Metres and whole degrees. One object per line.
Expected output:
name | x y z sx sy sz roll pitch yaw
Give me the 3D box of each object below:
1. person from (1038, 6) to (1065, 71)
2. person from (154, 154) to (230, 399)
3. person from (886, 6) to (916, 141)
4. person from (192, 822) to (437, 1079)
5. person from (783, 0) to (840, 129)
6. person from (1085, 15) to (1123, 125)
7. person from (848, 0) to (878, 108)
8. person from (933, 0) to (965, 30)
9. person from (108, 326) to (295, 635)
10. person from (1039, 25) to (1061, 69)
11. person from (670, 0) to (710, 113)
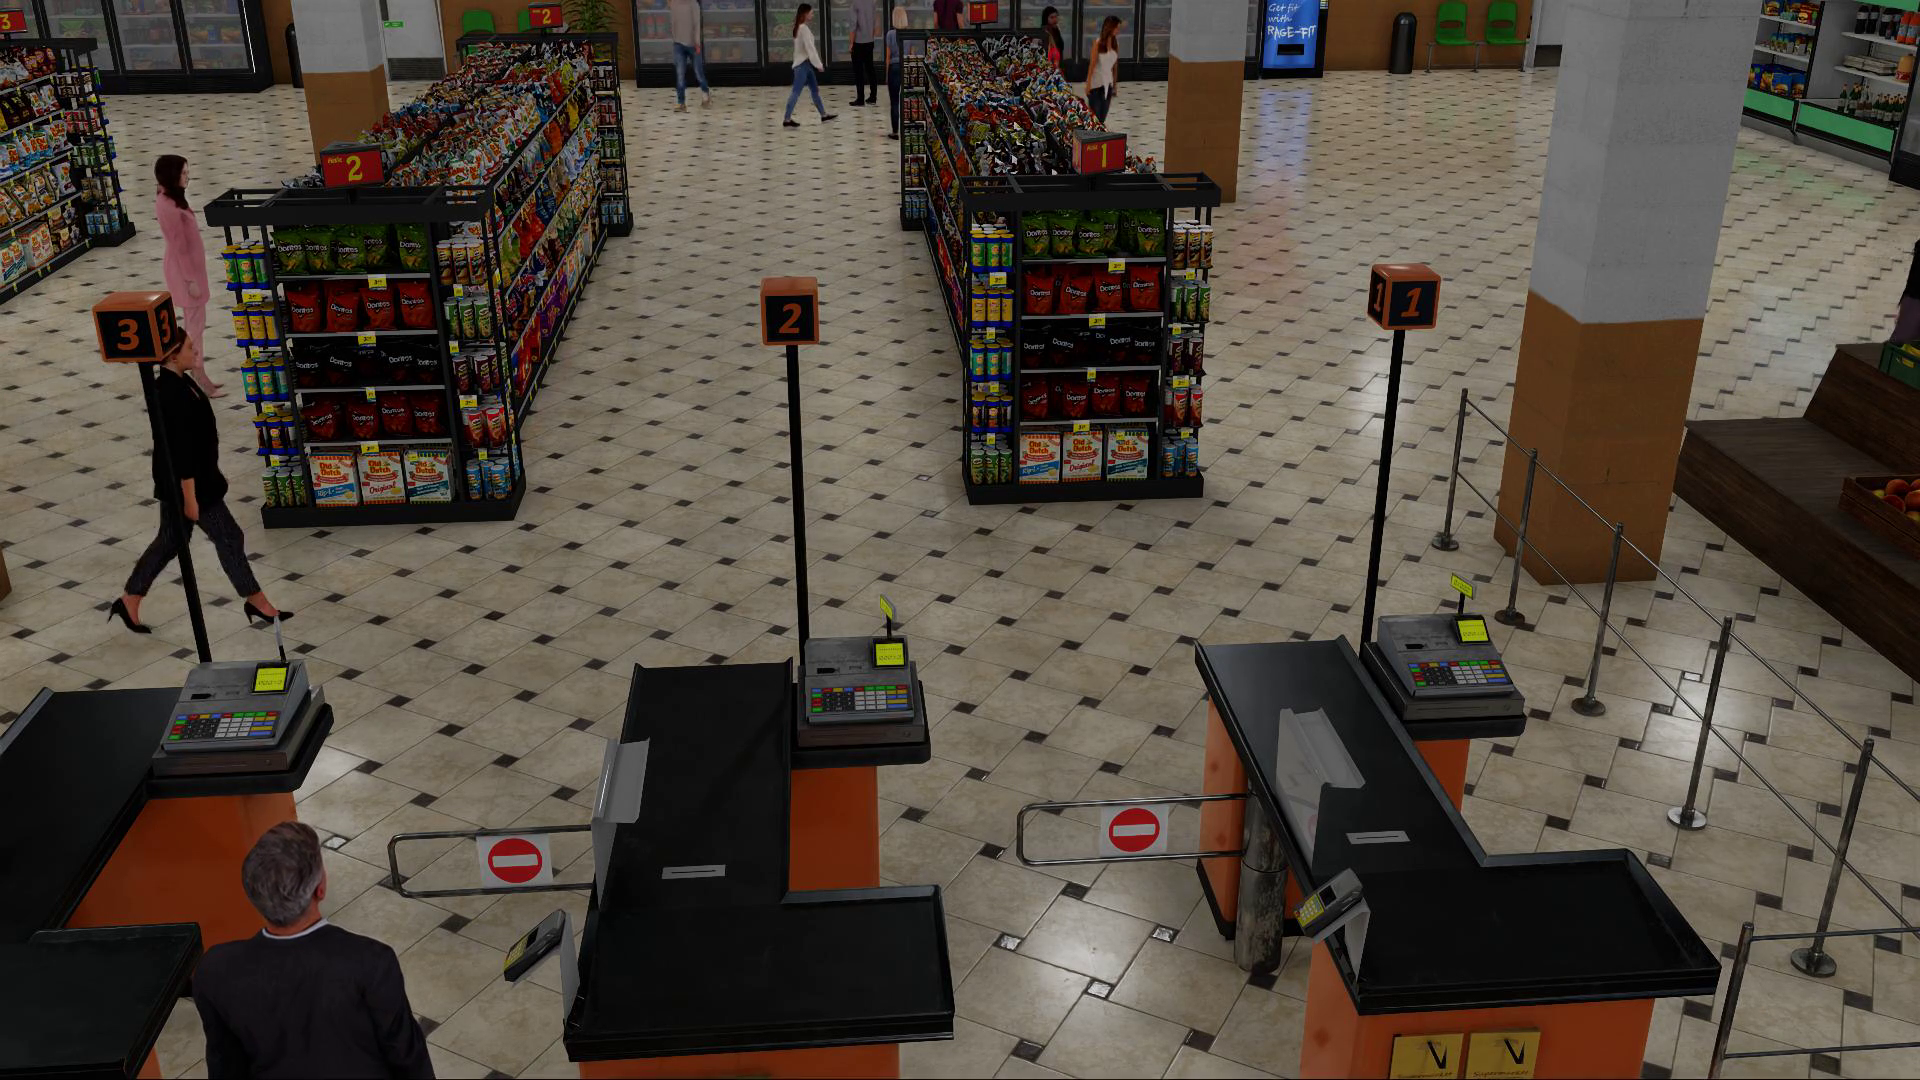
person | 1.196 -6.353 22.570 0.880 1.679 0.815 15 28 31
person | -5.757 -1.951 12.358 0.742 1.802 0.591 -11 26 -24
person | -0.797 -6.264 22.314 0.619 1.722 0.613 -11 26 -23
person | -1.625 1.530 4.351 0.721 1.842 0.595 -1 24 -2
person | -2.243 -6.483 22.910 0.731 1.645 0.978 -4 24 -10
person | 1.709 -5.701 20.984 0.824 1.756 0.880 -14 27 -28
person | -1.450 -7.438 24.845 0.771 1.843 0.729 21 31 40
person | -0.158 -7.496 24.969 0.733 1.851 0.738 11 26 24
person | -4.100 -0.244 8.616 0.992 1.674 1.156 -12 26 -25
person | 1.164 -5.848 21.537 0.787 1.583 0.843 20 31 38
person | -3.956 -7.260 24.406 0.887 1.870 1.252 5 24 11
